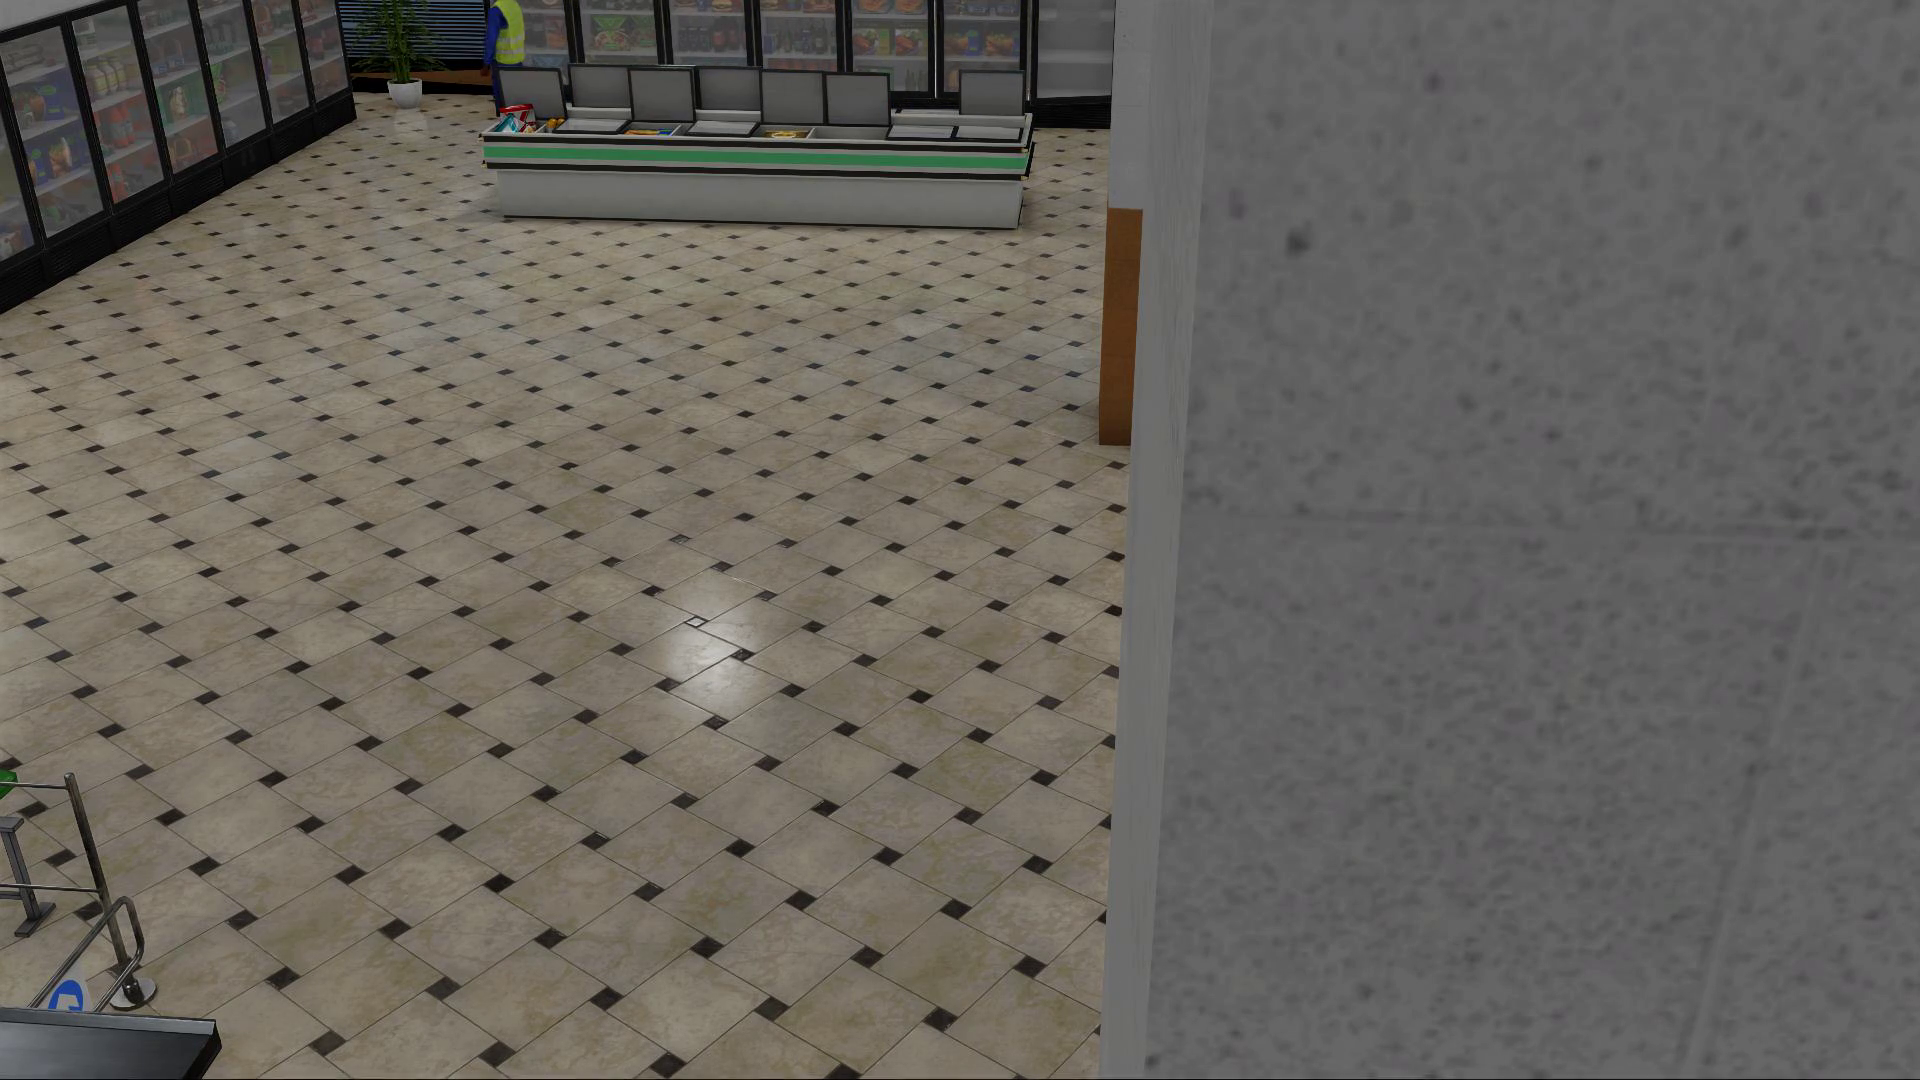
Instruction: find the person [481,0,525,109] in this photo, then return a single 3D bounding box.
[{"bbox_3d":[-4.701,-5.072,17.567,0.646,1.804,0.662,1,27,3],"label":"person"}]
